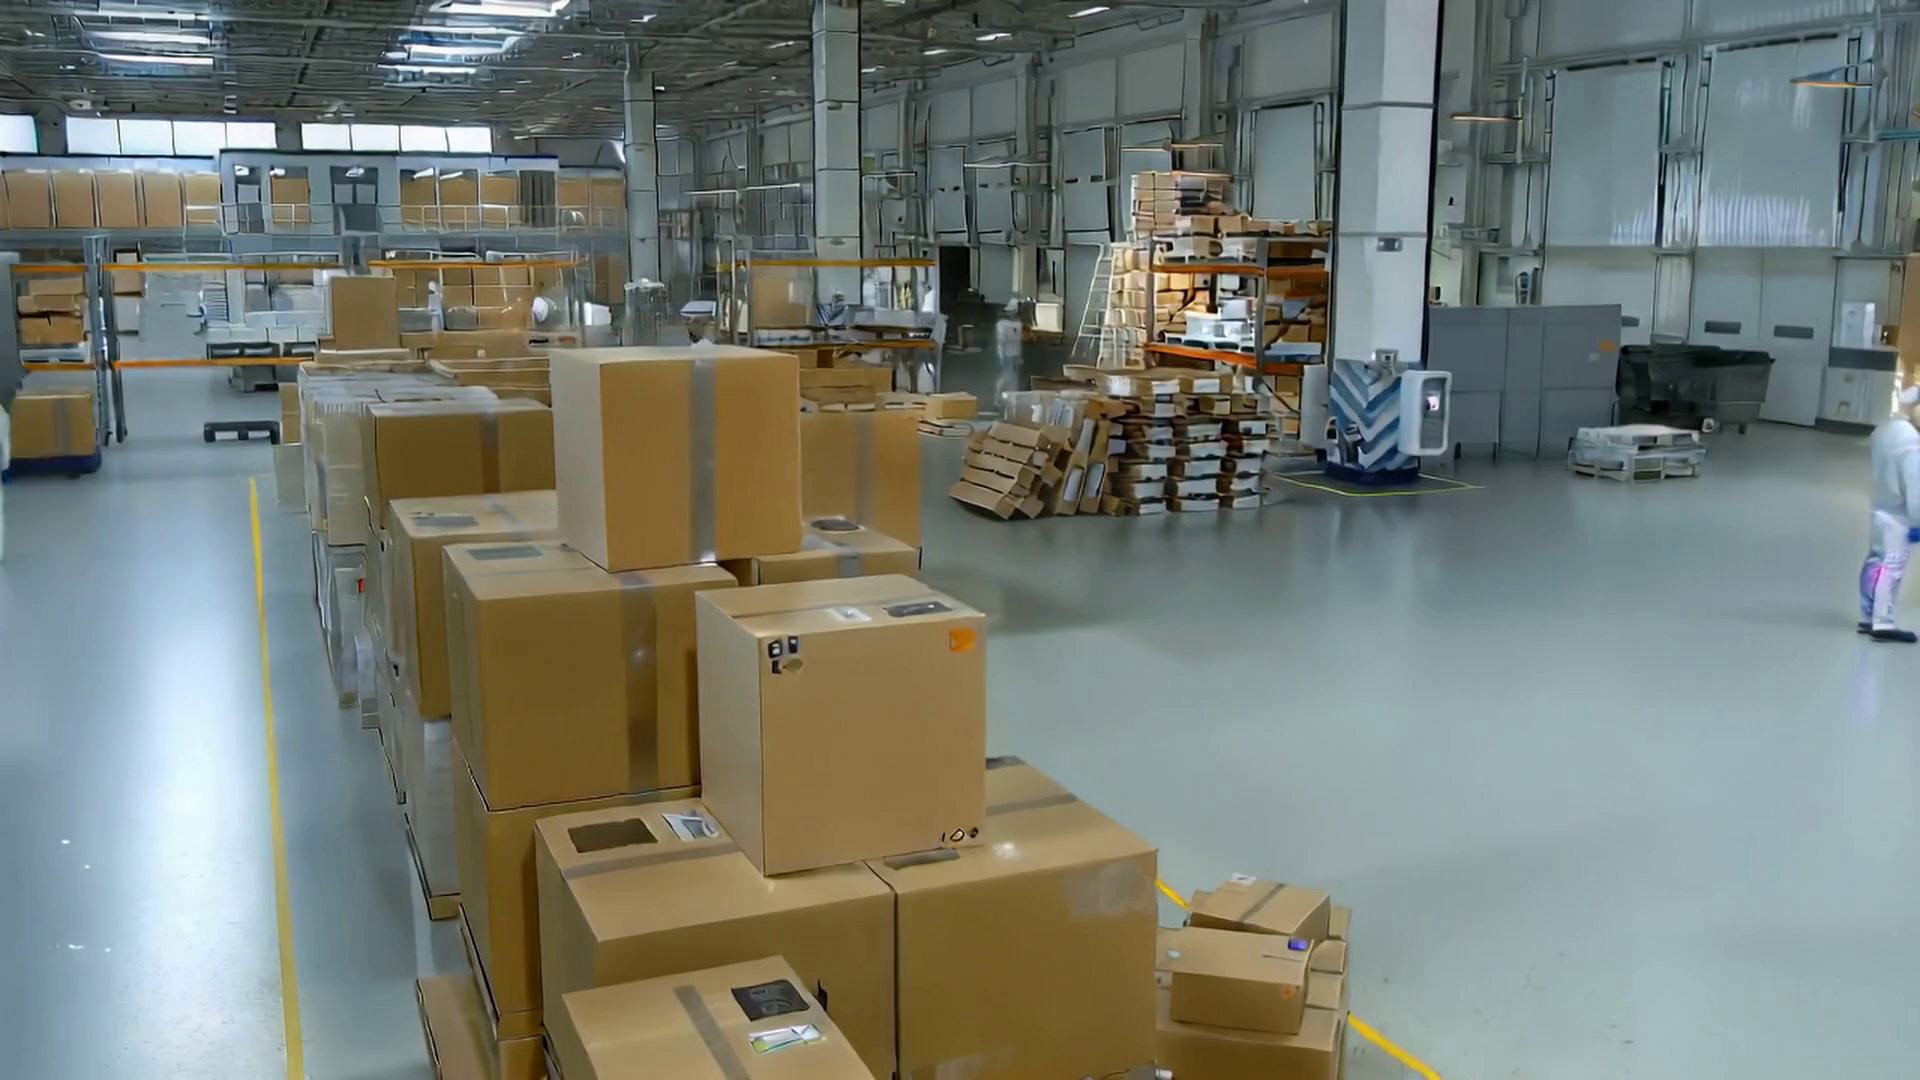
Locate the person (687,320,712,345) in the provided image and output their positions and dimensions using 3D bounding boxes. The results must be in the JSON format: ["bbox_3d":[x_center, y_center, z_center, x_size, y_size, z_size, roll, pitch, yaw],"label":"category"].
[{"bbox_3d":[-3.466,-2.005,22.450,0.601,1.950,0.632,-7,12,-32],"label":"person"}]

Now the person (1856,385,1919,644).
[{"bbox_3d":[6.965,-0.193,12.381,0.377,1.931,0.636,0,10,1],"label":"person"}]

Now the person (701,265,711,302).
[{"bbox_3d":[-11.834,-11.849,76.940,0.633,1.820,0.796,-7,13,-35],"label":"person"}]

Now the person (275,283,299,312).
[{"bbox_3d":[-16.679,-5.427,41.295,0.552,1.913,0.877,-7,13,-35],"label":"person"}]

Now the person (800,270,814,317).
[{"bbox_3d":[-5.757,-9.312,62.930,0.961,1.817,0.551,9,13,40],"label":"person"}]

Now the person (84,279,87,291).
[{"bbox_3d":[-26.427,-7.062,50.508,0.983,1.835,0.593,2,10,11],"label":"person"}]

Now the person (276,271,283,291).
[{"bbox_3d":[-22.203,-7.812,54.392,0.398,1.920,0.590,1,10,4],"label":"person"}]

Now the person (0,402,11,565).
[{"bbox_3d":[-9.160,-0.682,15.423,0.927,1.799,0.647,10,14,43],"label":"person"}]

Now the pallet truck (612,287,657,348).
[{"bbox_3d":[-6.464,-4.406,35.401,0.823,1.965,1.885,6,12,32],"label":"pallet truck"}]

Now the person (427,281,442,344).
[{"bbox_3d":[-14.058,-5.991,44.491,0.351,1.878,0.568,-8,13,-39],"label":"person"}]

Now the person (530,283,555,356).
[{"bbox_3d":[-9.603,-4.915,38.087,1.038,2.000,0.701,4,11,19],"label":"person"}]

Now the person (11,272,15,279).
[{"bbox_3d":[-30.412,-7.622,53.323,0.374,1.927,0.542,3,11,17],"label":"person"}]

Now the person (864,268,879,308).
[{"bbox_3d":[-3.148,-8.508,58.060,0.641,1.974,0.448,-1,10,-8],"label":"person"}]

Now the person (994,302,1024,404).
[{"bbox_3d":[0.901,-3.305,29.668,0.603,1.879,1.014,-6,12,-30],"label":"person"}]

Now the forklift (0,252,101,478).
[{"bbox_3d":[-11.854,-2.166,20.625,1.873,2.768,1.129,-4,11,-23],"label":"forklift"}]
